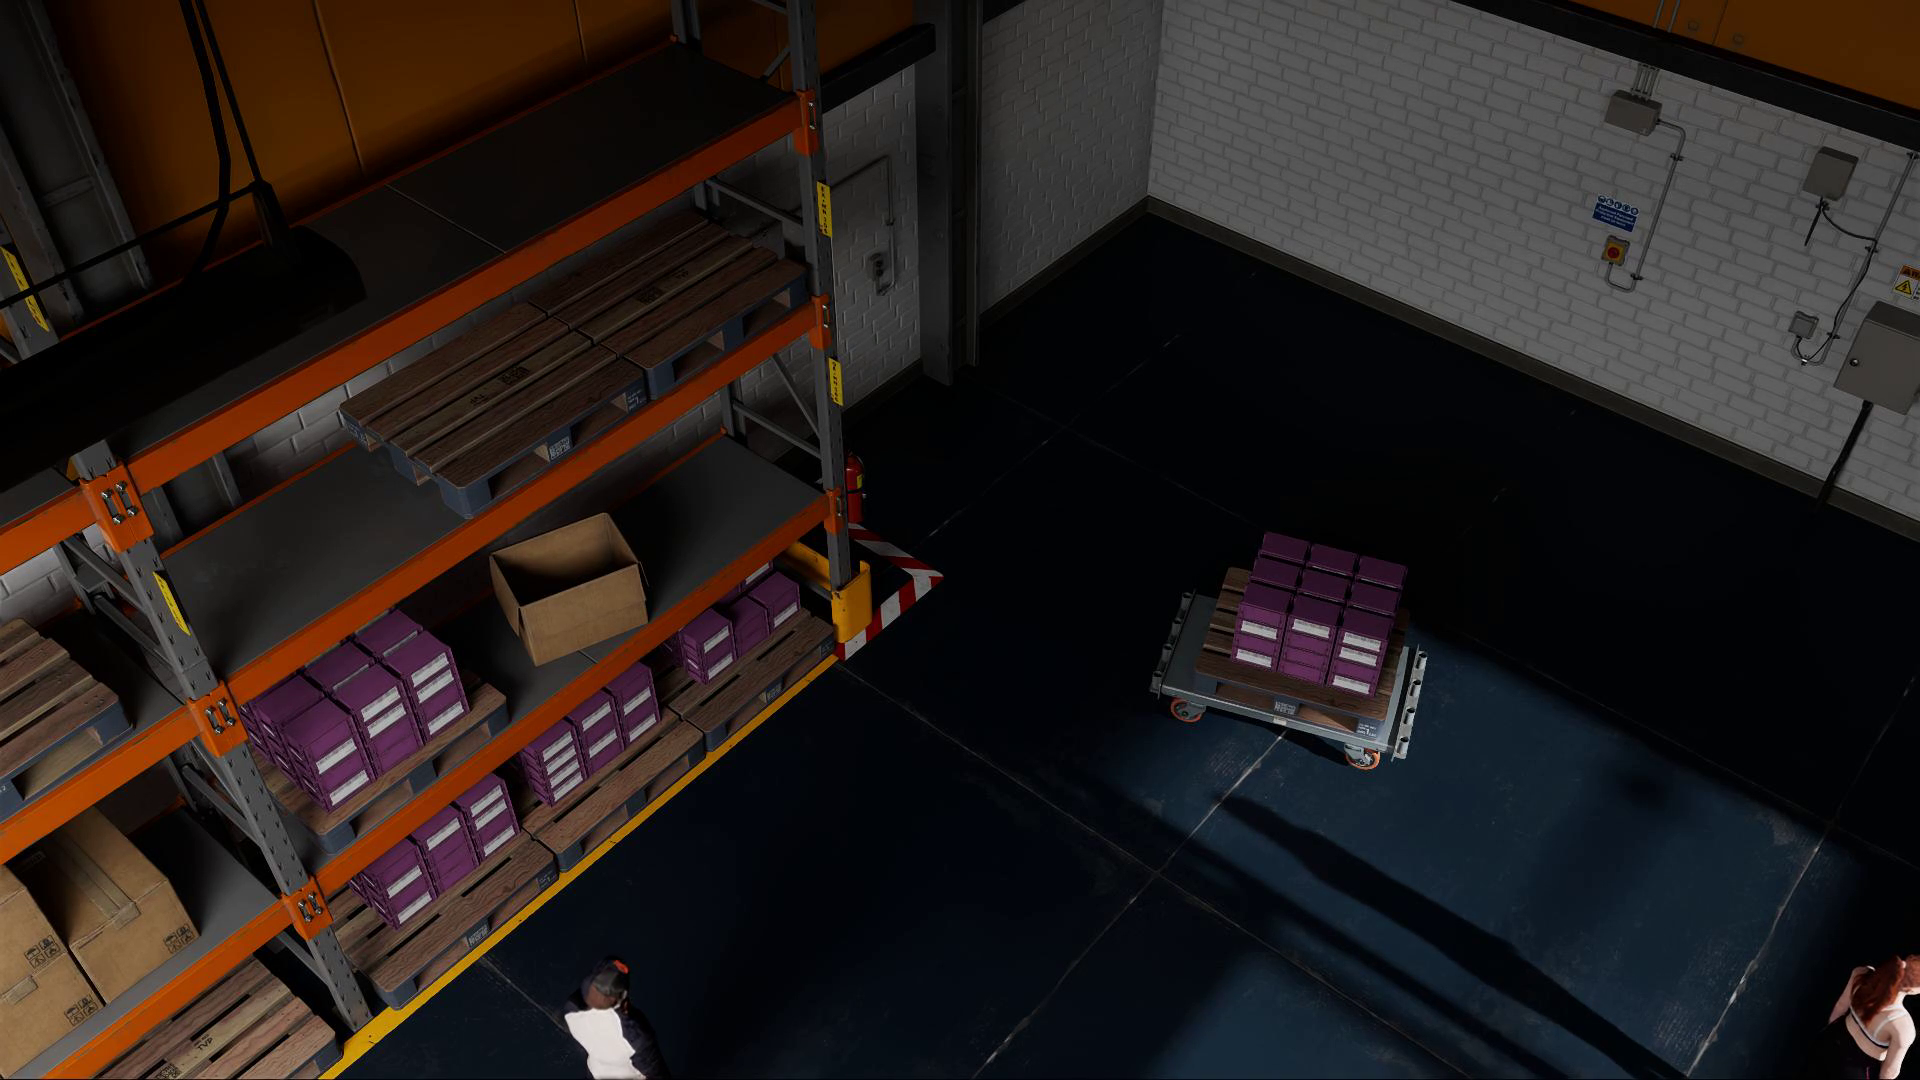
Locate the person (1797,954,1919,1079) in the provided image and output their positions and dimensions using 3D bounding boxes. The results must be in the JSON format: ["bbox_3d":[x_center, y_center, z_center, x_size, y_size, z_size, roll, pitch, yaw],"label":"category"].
[{"bbox_3d":[4.379,2.572,8.229,0.713,1.740,0.666,-6,44,-6],"label":"person"}]

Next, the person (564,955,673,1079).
[{"bbox_3d":[-1.612,2.617,8.073,0.732,1.890,0.649,21,48,21],"label":"person"}]
